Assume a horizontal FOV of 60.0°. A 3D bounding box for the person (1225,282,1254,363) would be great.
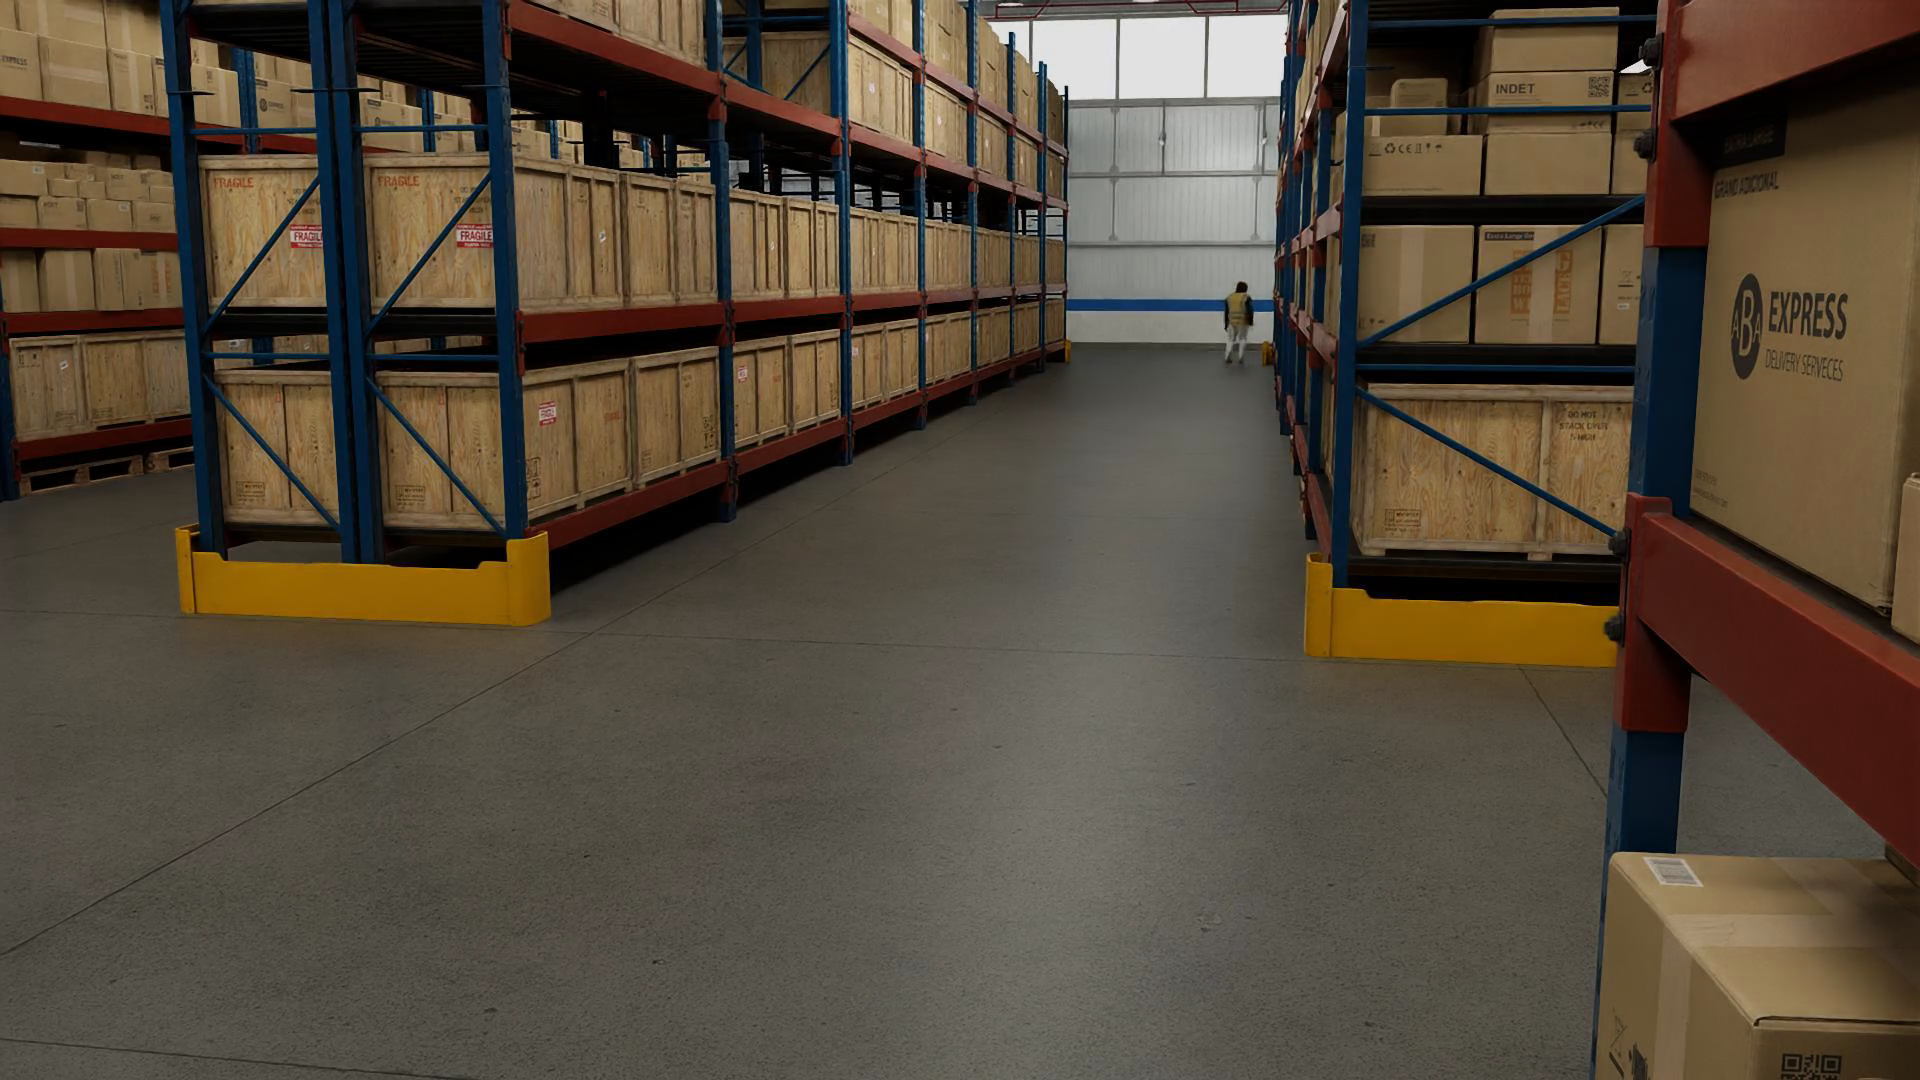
[{"bbox_3d":[6.182,-4.789,36.745,0.642,1.803,0.521,9,13,43],"label":"person"}]
